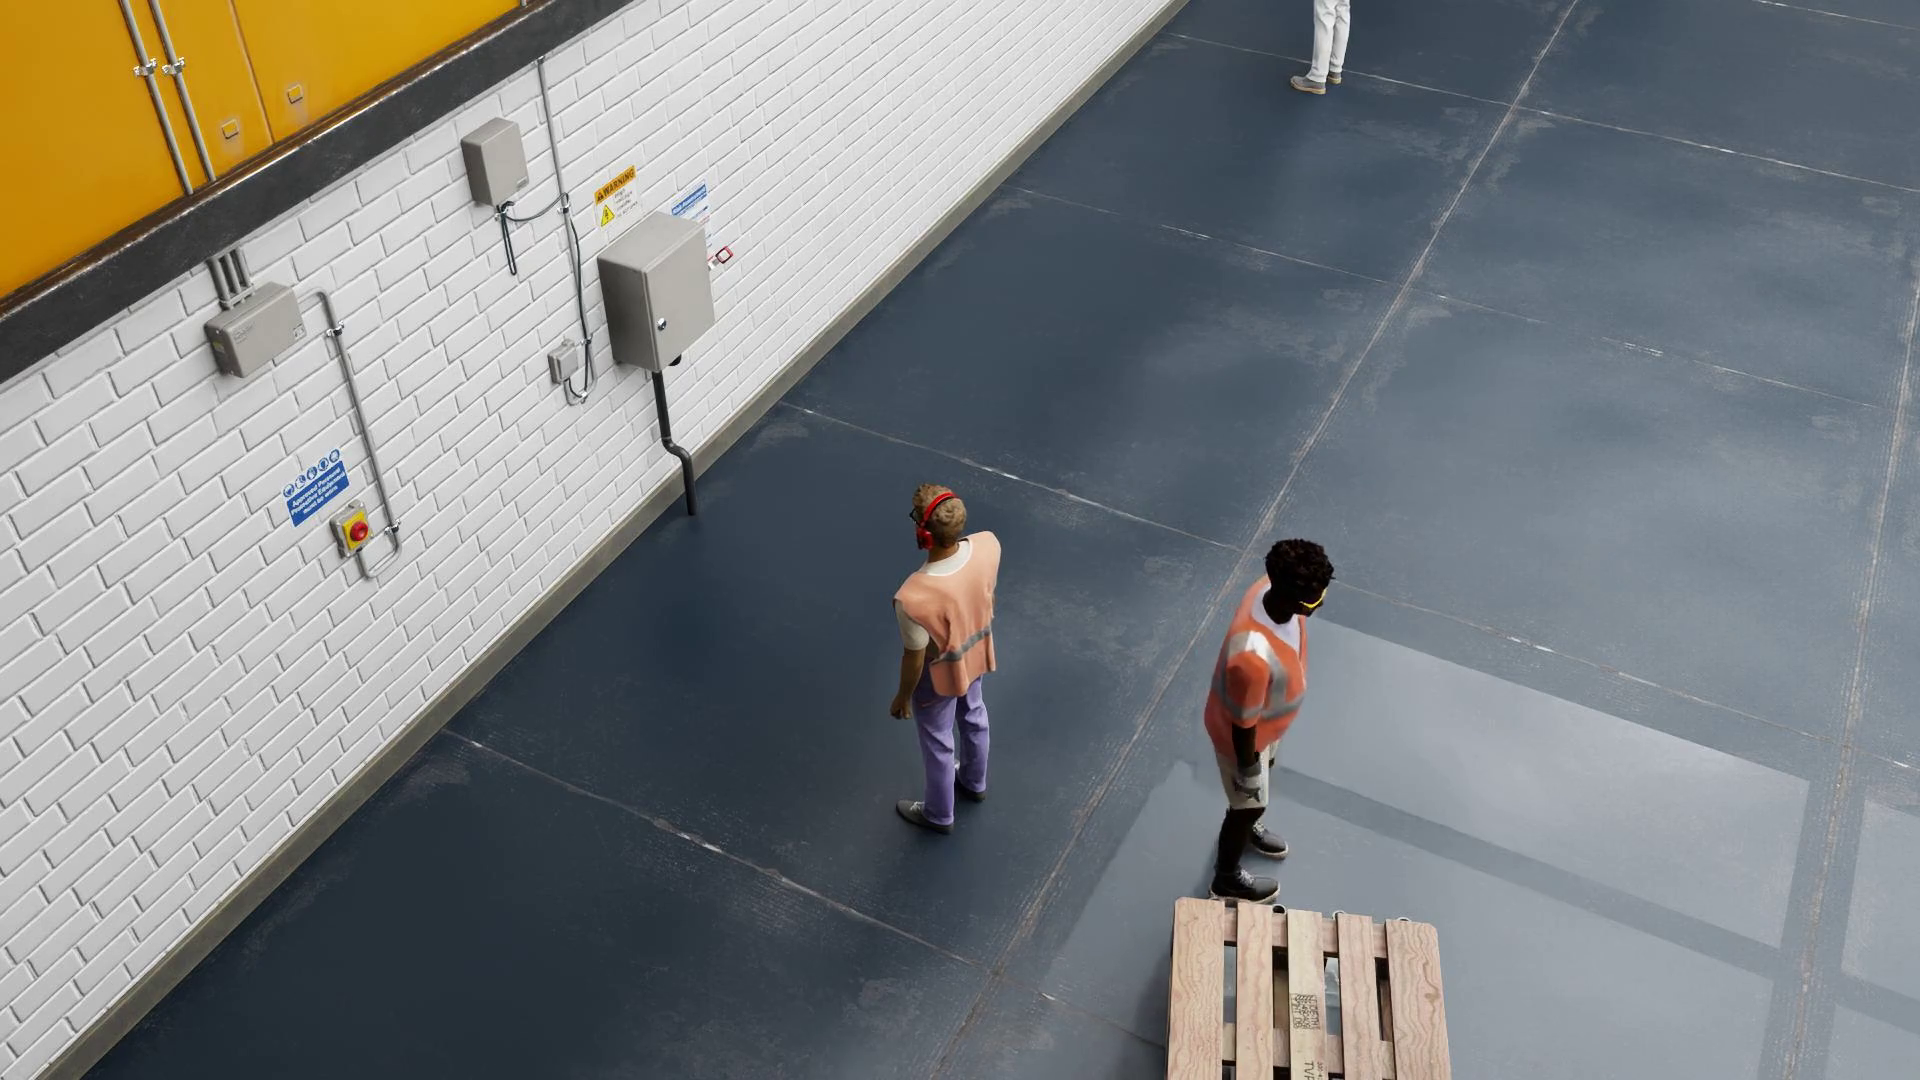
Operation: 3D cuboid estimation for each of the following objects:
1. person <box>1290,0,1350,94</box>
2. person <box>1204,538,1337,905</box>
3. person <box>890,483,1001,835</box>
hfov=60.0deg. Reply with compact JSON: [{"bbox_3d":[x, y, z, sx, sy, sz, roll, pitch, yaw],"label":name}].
[{"bbox_3d":[2.848,-4.334,12.626,0.346,1.882,0.582,31,49,31],"label":"person"},{"bbox_3d":[1.213,0.725,6.709,0.436,1.951,0.628,15,43,17],"label":"person"},{"bbox_3d":[-0.056,0.535,7.009,0.390,1.846,0.562,29,49,30],"label":"person"}]
